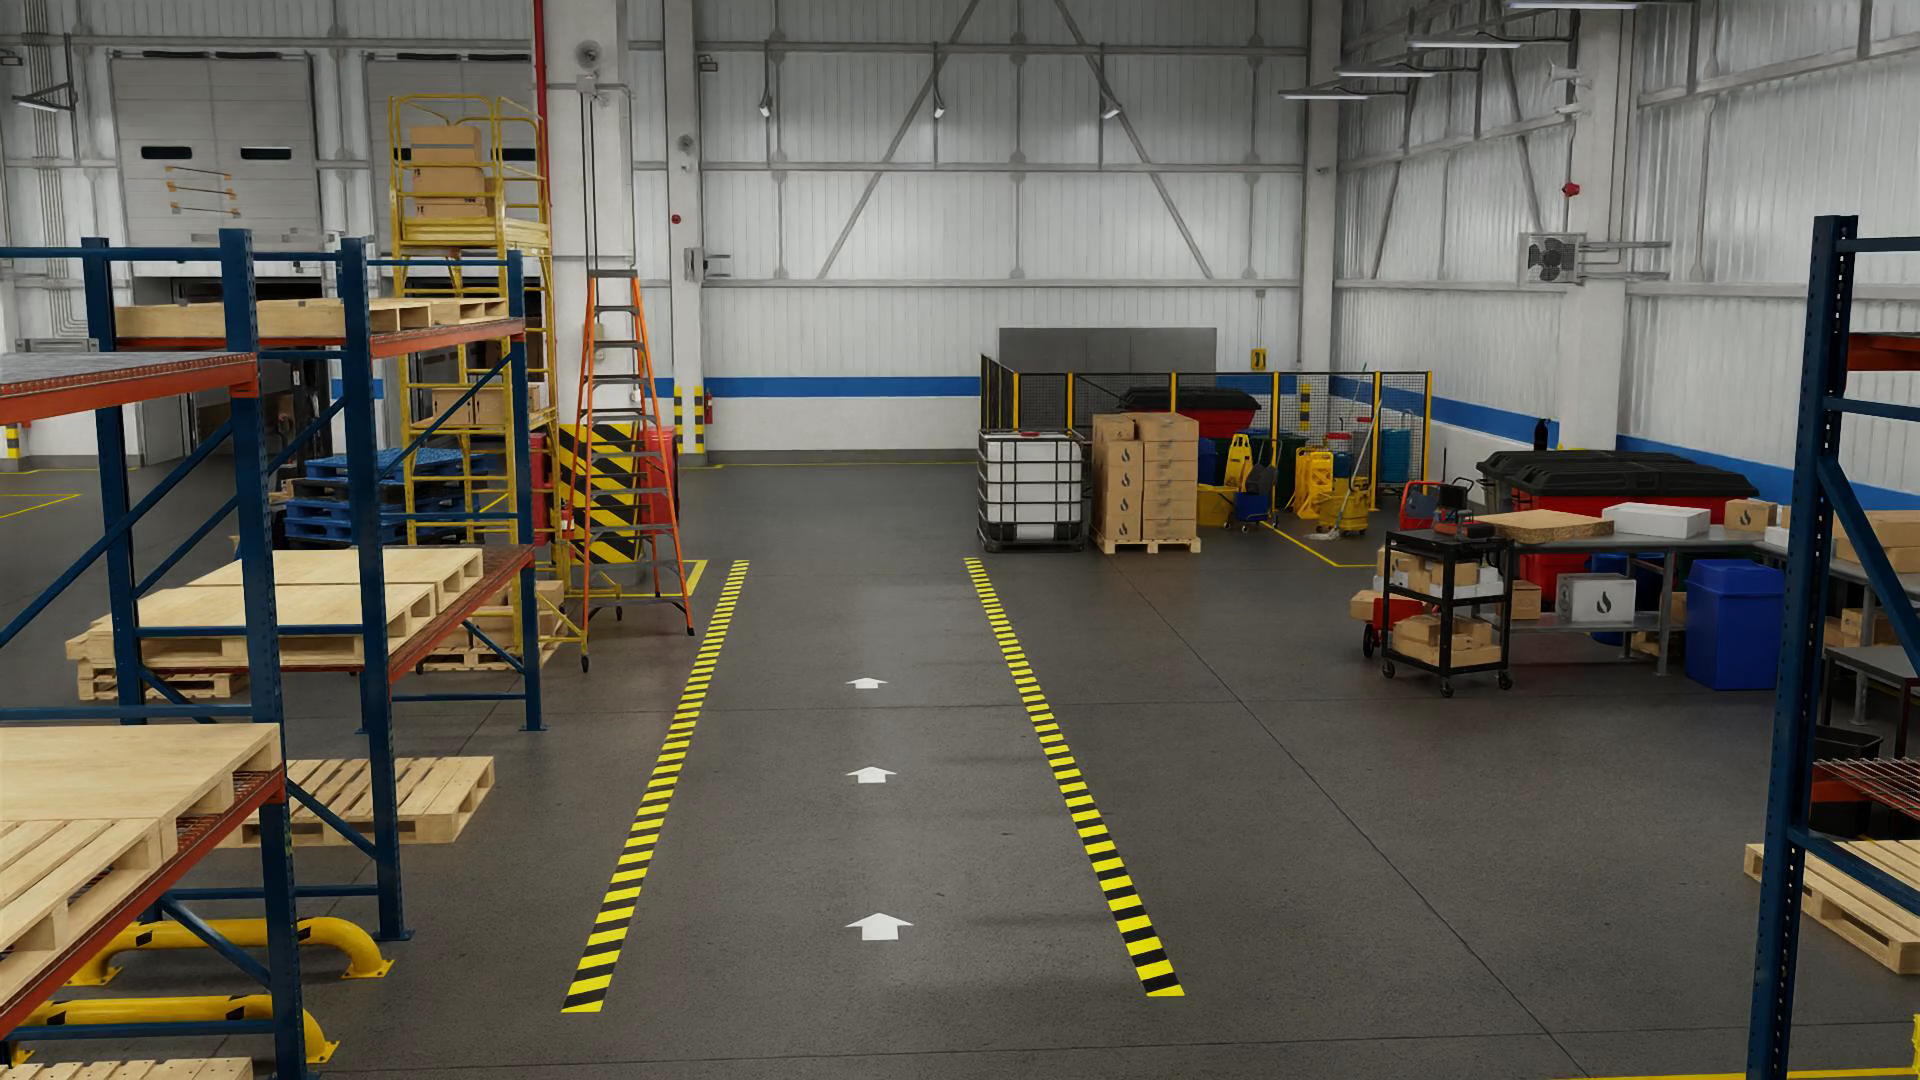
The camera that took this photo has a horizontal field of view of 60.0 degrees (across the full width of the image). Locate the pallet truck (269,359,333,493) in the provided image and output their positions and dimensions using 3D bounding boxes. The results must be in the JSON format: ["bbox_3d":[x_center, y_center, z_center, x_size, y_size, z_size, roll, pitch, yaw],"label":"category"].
[{"bbox_3d":[-7.062,-1.131,18.996,1.885,1.965,0.823,2,9,13],"label":"pallet truck"}]
